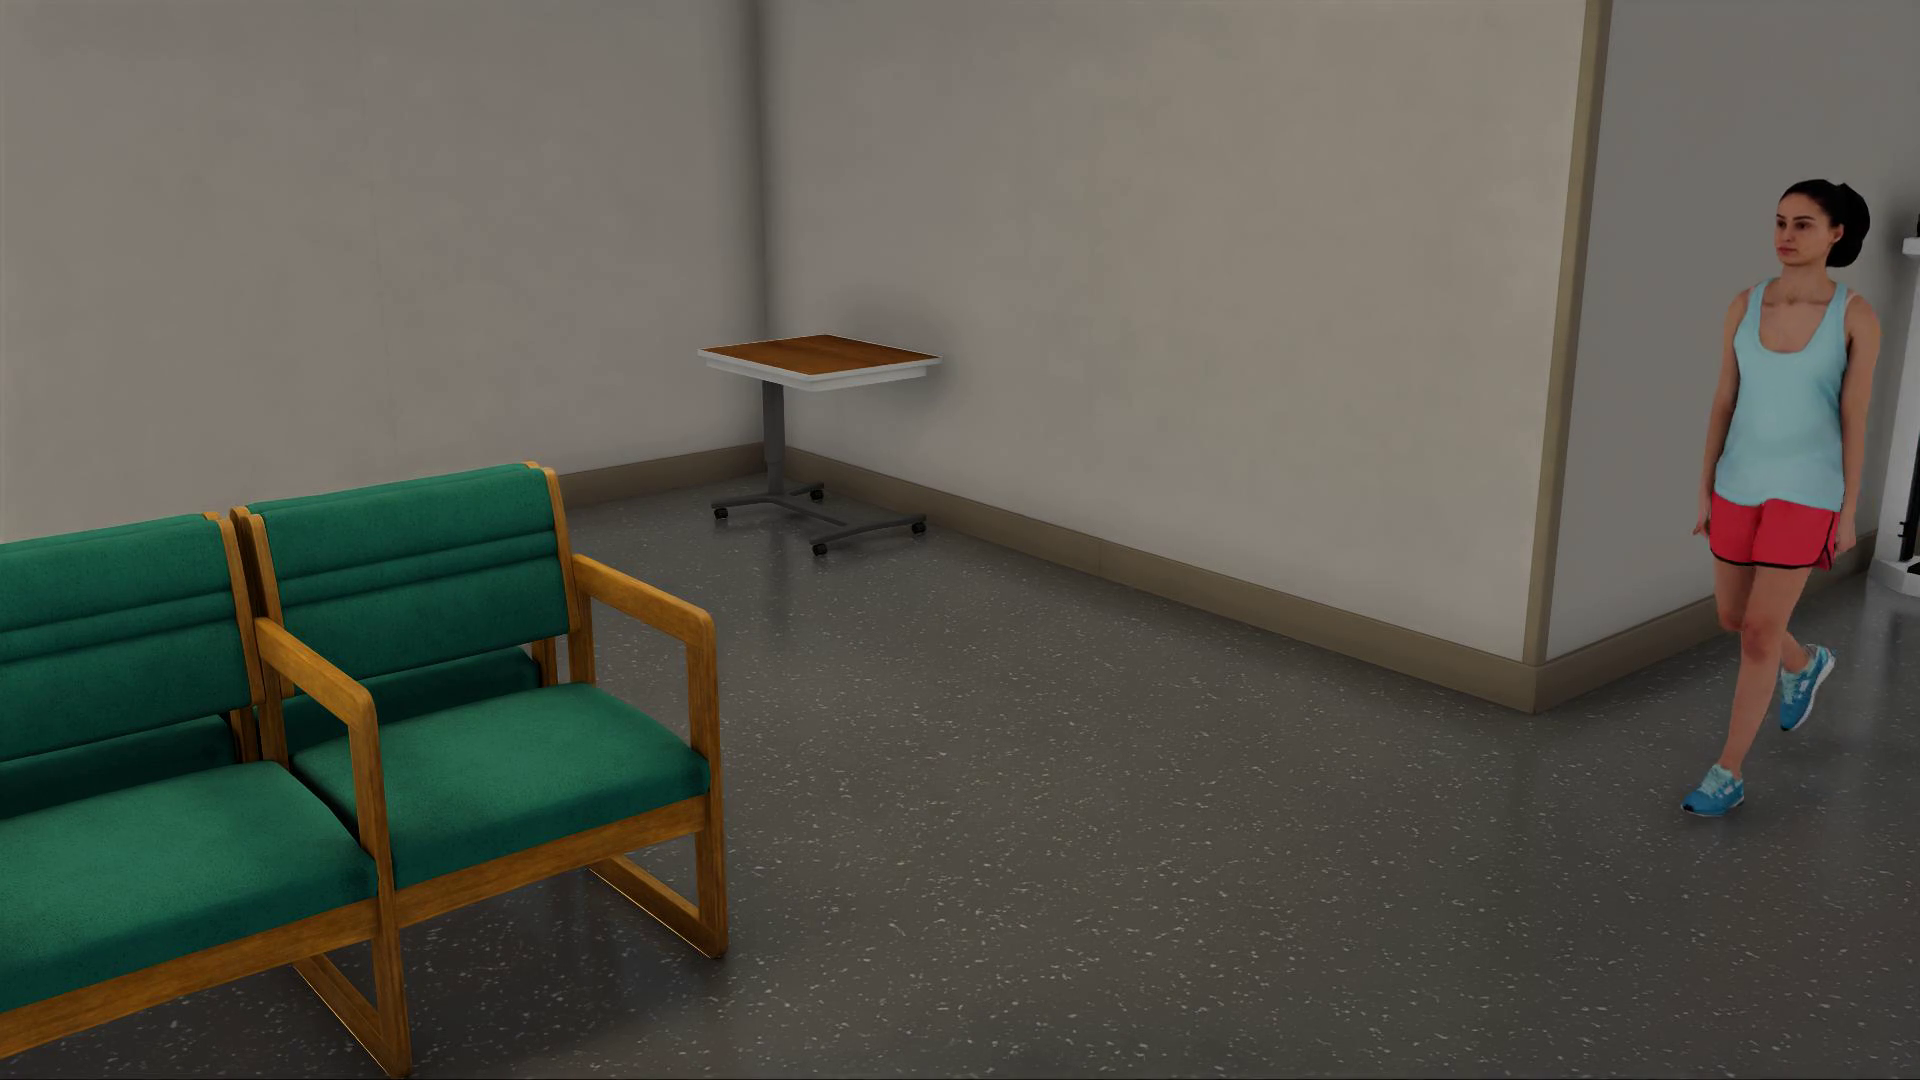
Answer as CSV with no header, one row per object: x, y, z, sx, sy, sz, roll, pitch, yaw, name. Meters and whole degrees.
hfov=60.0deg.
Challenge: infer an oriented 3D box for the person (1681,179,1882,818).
2.332,-0.108,4.657,0.653,1.745,0.990,-12,20,-37,person
